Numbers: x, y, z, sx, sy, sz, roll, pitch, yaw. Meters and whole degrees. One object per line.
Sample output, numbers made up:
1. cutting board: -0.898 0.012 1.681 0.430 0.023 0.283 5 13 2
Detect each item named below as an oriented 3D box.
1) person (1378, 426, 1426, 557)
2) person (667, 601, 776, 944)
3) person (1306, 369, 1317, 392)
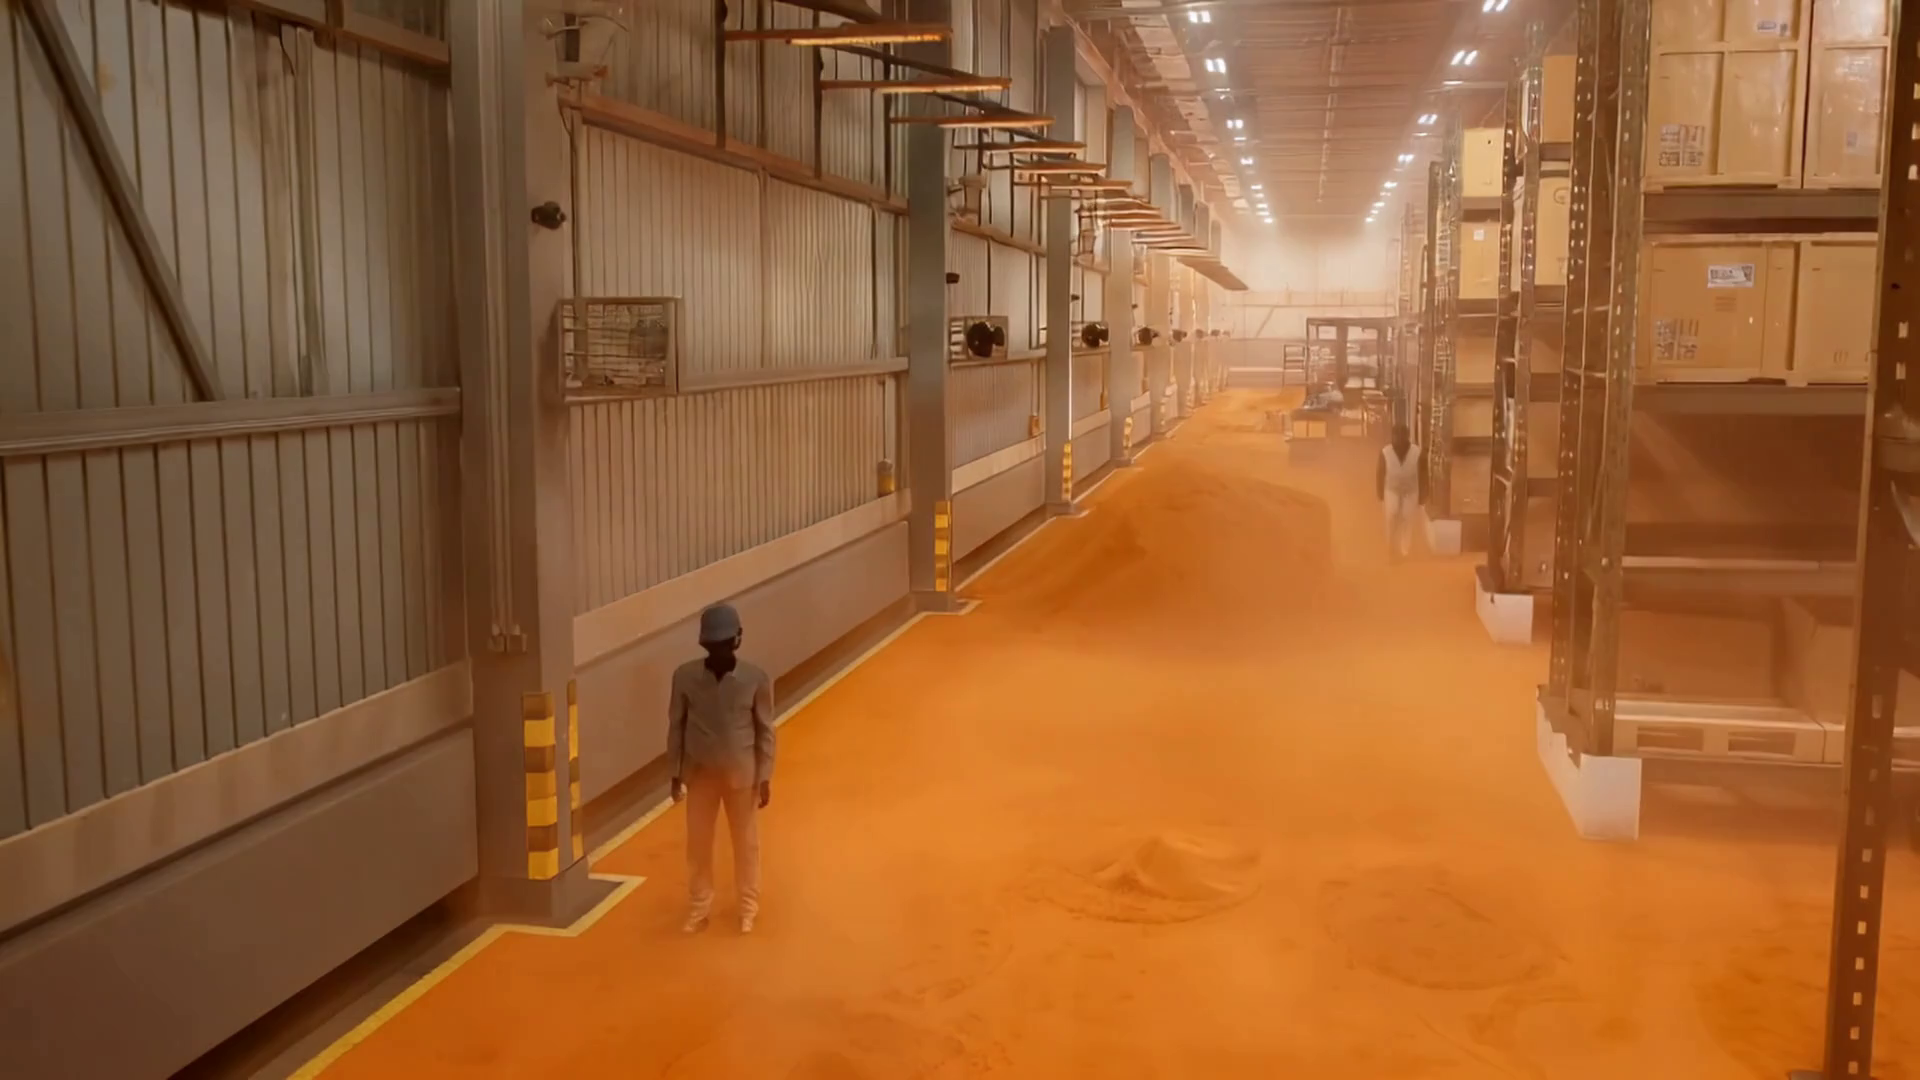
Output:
1. person: 6.072 -0.656 22.864 0.637 1.823 0.588 2 7 13
2. person: -1.216 1.174 8.454 0.562 1.753 0.322 0 7 4
3. person: 12.182 -4.994 57.474 0.571 1.845 0.382 -1 7 -9
